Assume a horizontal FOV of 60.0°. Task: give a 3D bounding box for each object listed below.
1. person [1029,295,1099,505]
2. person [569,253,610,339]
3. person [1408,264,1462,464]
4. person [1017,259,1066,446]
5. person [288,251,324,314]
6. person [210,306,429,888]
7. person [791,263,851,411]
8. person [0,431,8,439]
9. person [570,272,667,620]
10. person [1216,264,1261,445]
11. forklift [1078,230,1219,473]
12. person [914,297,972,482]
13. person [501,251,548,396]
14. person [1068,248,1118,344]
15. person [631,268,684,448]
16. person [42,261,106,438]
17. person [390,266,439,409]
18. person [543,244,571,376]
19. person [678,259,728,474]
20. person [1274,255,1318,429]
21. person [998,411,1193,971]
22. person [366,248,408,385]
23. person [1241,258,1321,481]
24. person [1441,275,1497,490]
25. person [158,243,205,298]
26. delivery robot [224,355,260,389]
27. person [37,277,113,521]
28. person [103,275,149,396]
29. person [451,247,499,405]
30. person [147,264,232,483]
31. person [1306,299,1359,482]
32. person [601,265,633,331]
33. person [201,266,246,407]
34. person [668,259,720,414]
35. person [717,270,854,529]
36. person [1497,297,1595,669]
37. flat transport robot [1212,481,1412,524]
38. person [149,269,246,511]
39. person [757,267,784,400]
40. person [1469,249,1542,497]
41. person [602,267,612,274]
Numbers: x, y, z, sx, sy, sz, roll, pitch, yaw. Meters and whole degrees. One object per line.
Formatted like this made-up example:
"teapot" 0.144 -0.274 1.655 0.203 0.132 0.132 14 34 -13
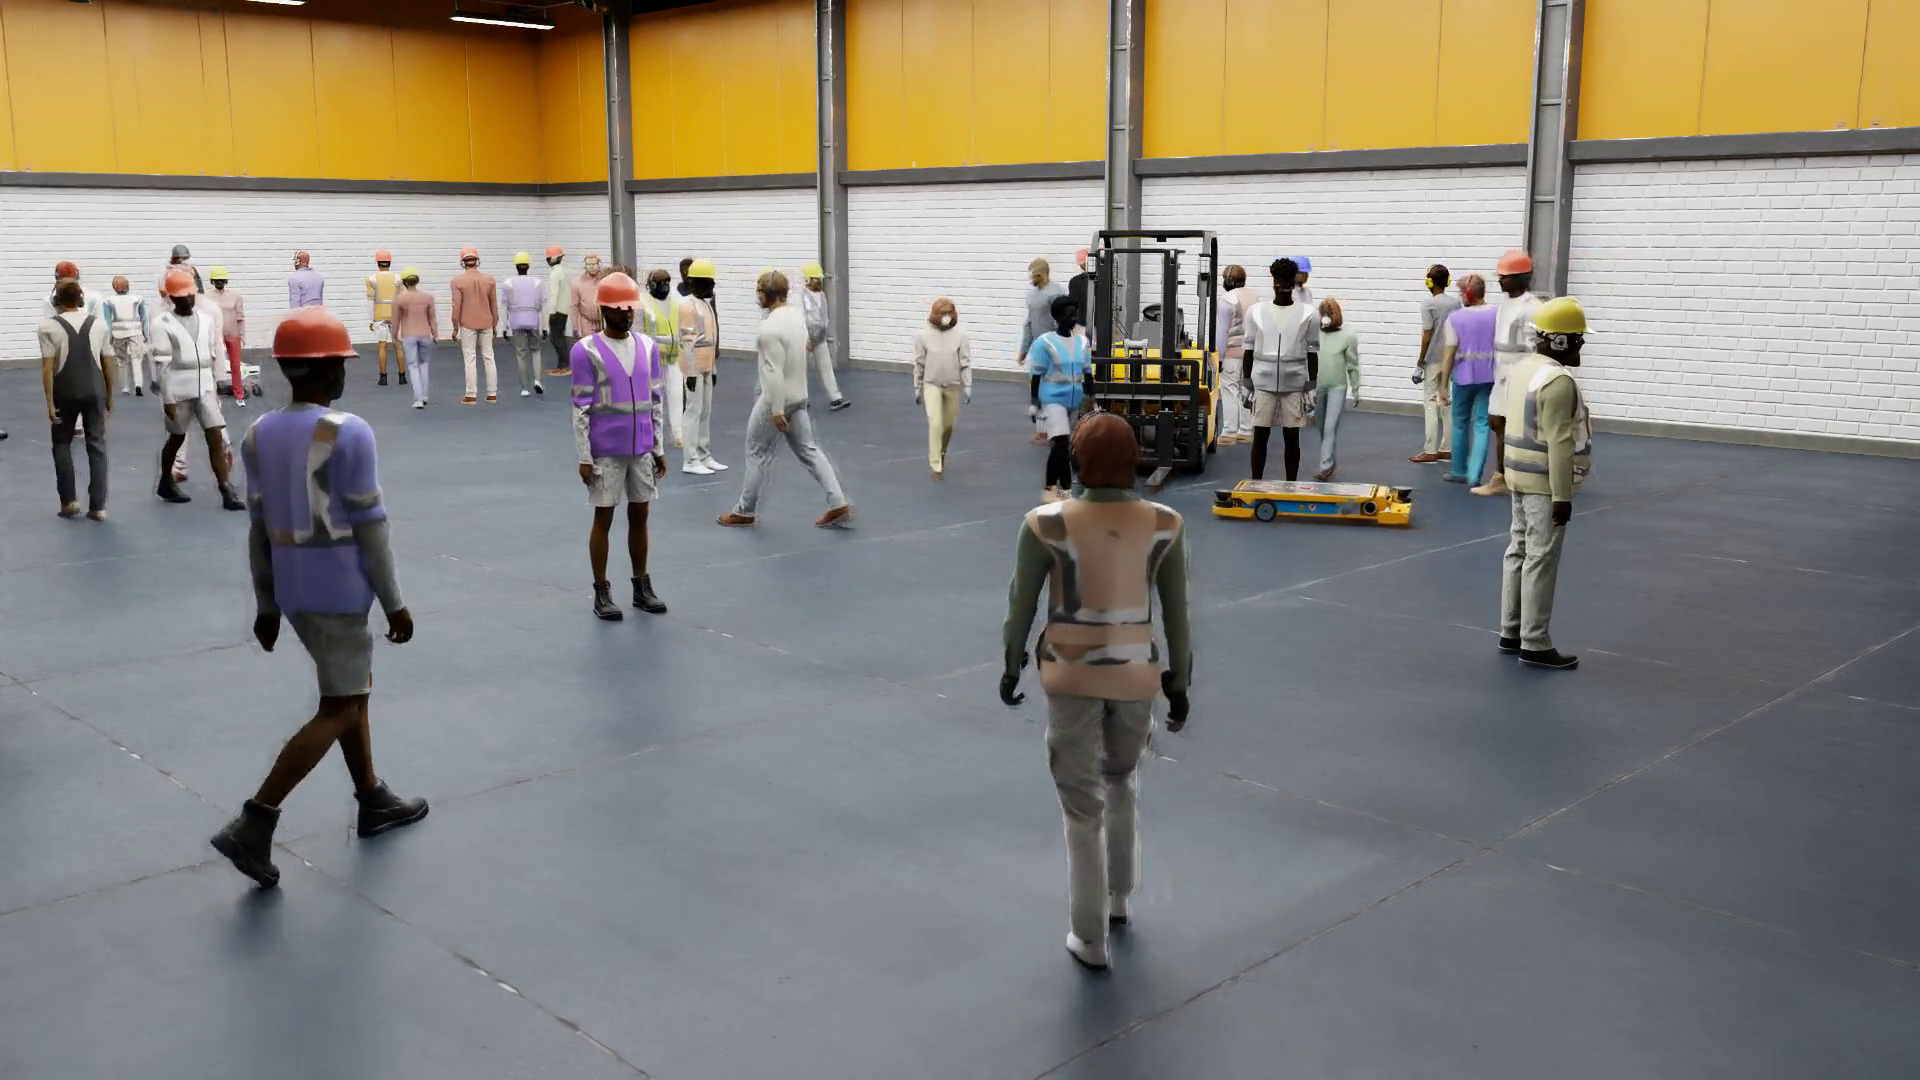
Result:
"person" 0.855 -1.028 12.733 0.558 1.664 0.755 -8 13 -37
"person" -4.867 -2.875 22.216 0.678 1.890 0.433 -2 11 -12
"person" 4.461 -1.645 15.603 0.518 1.865 0.327 -6 12 -31
"person" 0.883 -1.921 17.062 0.415 1.887 0.696 -5 12 -26
"person" -9.497 -3.229 24.119 0.410 1.909 0.643 3 11 17
"person" -2.188 0.174 5.577 0.544 1.906 0.891 6 12 31
"person" -1.722 -2.443 20.137 0.890 1.788 0.594 8 13 37
"person" -10.487 -1.966 17.384 0.992 1.857 0.677 5 12 26
"person" -1.878 -0.516 9.272 0.540 1.929 0.382 -9 14 -41
"person" 2.798 -1.889 16.995 0.429 1.841 0.633 9 14 41
"forklift" 1.804 -1.825 15.677 1.214 2.155 2.313 2 11 13
"person" -0.166 -1.343 14.693 0.508 1.611 0.749 -2 11 -12
"person" -5.784 -2.861 22.093 0.585 1.911 0.440 -4 11 -20
"person" 1.727 -2.826 21.802 0.670 1.956 0.439 -1 10 -4
"person" -3.085 -1.839 16.819 0.912 1.815 0.641 10 14 43
"person" -9.217 -1.975 17.365 0.600 1.870 0.645 -9 13 -39
"person" -6.783 -2.509 20.623 0.549 1.738 0.684 -7 13 -34
"person" -6.138 -3.495 25.340 0.394 1.996 0.614 1 10 4
"person" -2.320 -1.551 14.924 0.388 1.924 0.588 2 11 12
"person" 3.774 -2.181 18.403 1.001 1.895 0.640 10 14 43
"person" 0.392 0.425 4.966 0.533 1.615 0.624 -2 11 -13
"person" -8.170 -3.177 23.742 0.545 1.942 0.349 -5 11 -24
"person" 2.486 -1.206 12.943 0.603 1.959 0.377 3 11 14
"person" 4.356 -1.326 14.051 0.680 1.804 0.693 0 10 -1
"person" -11.897 -3.541 25.451 0.799 2.000 0.688 6 12 28
"delivery robot" -9.590 -2.191 21.889 0.707 0.478 0.477 3 11 15
"person" -6.652 -1.061 12.539 0.516 1.820 0.667 -9 14 -41
"person" -11.145 -2.736 22.260 0.512 1.602 0.822 -5 11 -25
"person" -6.146 -2.708 21.063 0.609 1.985 0.392 -8 13 -37
"person" -6.734 -1.455 14.498 0.664 1.888 0.754 0 10 1
"person" 3.209 -1.305 14.492 0.524 1.587 0.866 6 12 31
"person" -3.833 -2.184 18.712 0.909 1.816 0.625 -7 13 -35
"person" -9.137 -2.516 20.643 0.518 1.756 0.353 -7 12 -33
"person" -3.001 -2.196 18.598 0.615 1.864 1.002 -3 11 -14
"person" -1.256 -1.007 12.068 1.021 1.896 0.634 4 11 21
"person" 2.916 -0.286 8.272 0.404 1.829 0.600 0 10 -1
"flat transport robot" 2.674 -0.300 12.603 1.431 0.197 0.652 3 11 16
"person" -6.061 -1.177 13.023 1.013 1.880 0.556 7 12 32
"person" -2.292 -2.603 21.184 0.693 1.716 0.516 -2 11 -13
"person" 4.568 -1.341 13.521 0.689 2.020 0.644 -1 10 -7
"person" -5.732 -3.660 27.250 0.419 1.616 0.515 8 13 38
